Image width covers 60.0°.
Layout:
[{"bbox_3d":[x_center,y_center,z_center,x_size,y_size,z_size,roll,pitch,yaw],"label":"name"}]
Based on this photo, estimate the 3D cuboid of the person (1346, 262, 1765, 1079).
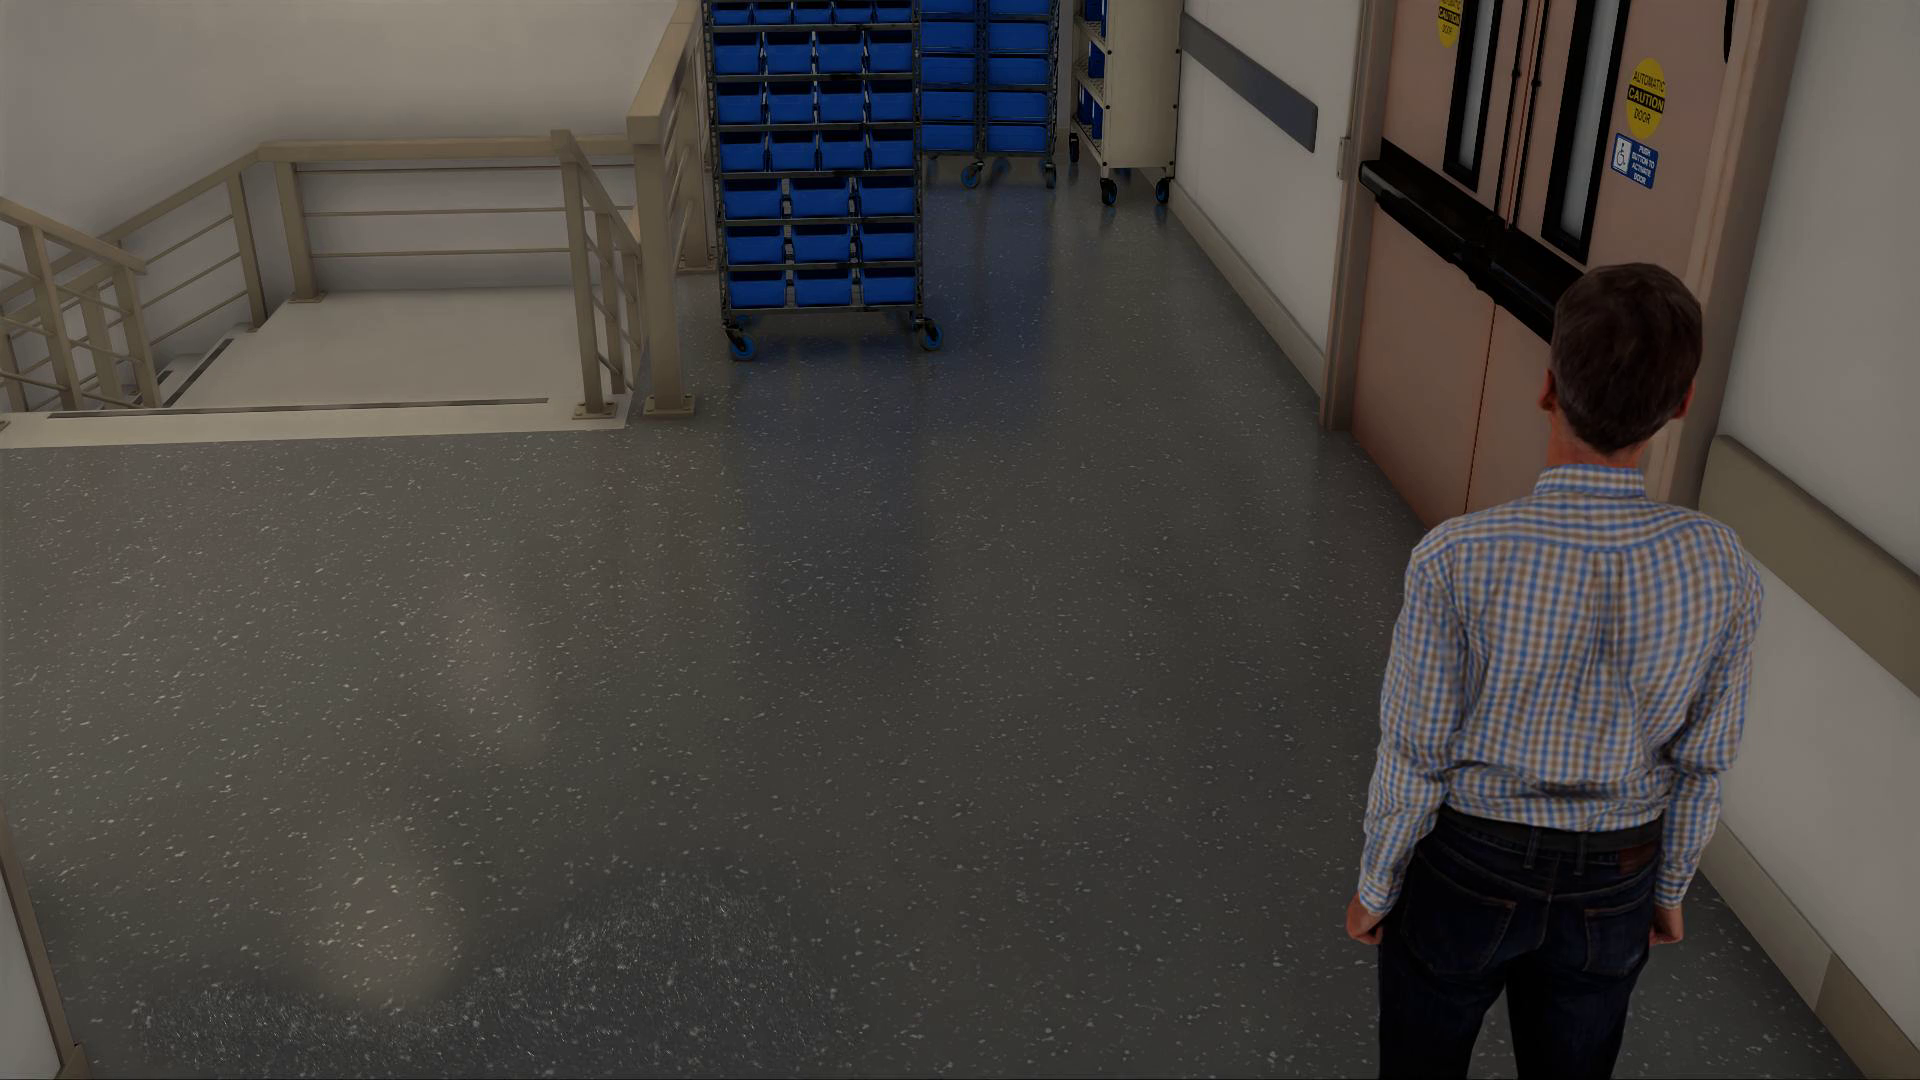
[{"bbox_3d":[0.823,0.482,2.435,0.683,1.819,0.592,1,26,2],"label":"person"}]
